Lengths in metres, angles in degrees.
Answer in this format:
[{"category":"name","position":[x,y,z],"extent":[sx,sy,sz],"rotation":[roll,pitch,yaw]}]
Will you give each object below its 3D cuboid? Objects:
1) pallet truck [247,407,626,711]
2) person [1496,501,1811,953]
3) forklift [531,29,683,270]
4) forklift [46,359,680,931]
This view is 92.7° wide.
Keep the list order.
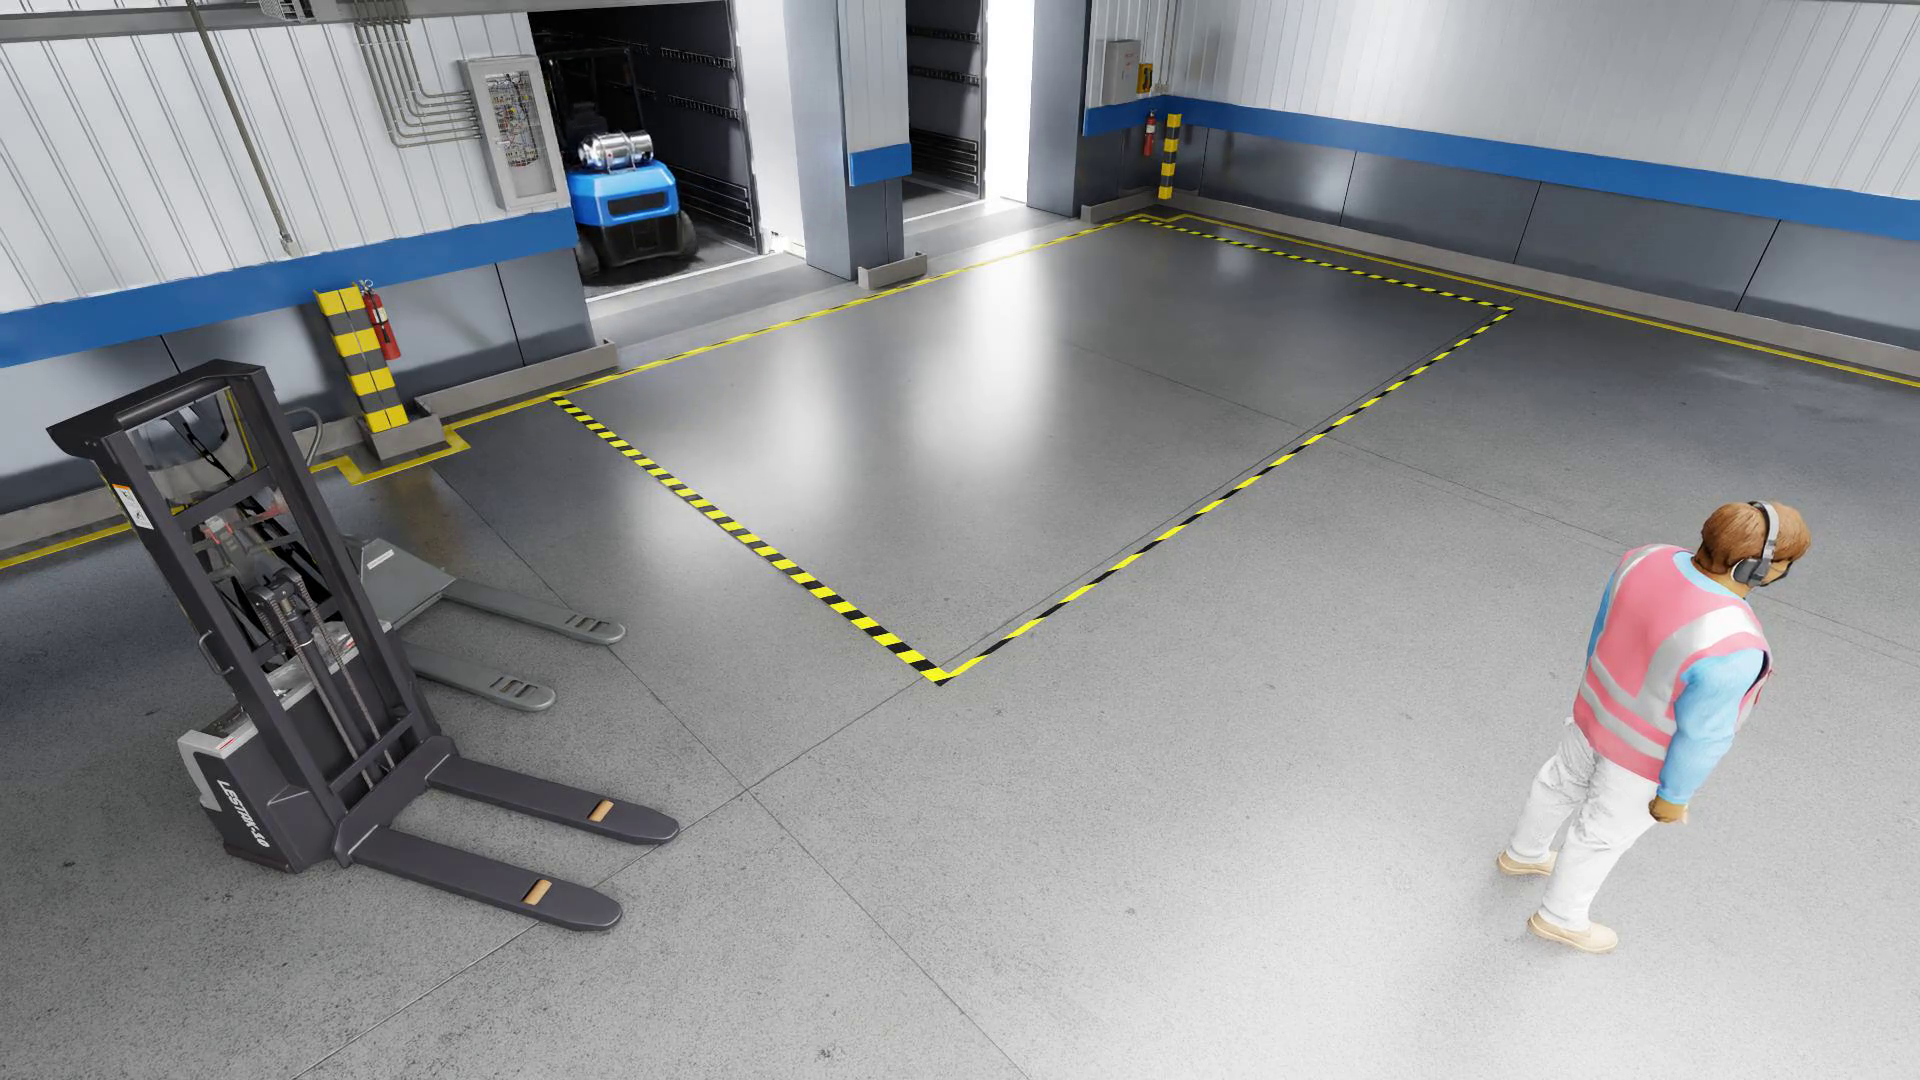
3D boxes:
[{"category":"pallet truck","position":[-2.628,0.038,4.590],"extent":[1.601,1.201,0.680],"rotation":[12,36,18]},{"category":"person","position":[2.325,0.664,3.136],"extent":[0.429,1.843,0.621],"rotation":[3,34,4]},{"category":"forklift","position":[-4.161,-4.325,10.008],"extent":[1.157,2.036,2.680],"rotation":[-26,42,-33]},{"category":"forklift","position":[-2.135,0.422,3.354],"extent":[1.885,1.965,0.823],"rotation":[10,35,14]}]
